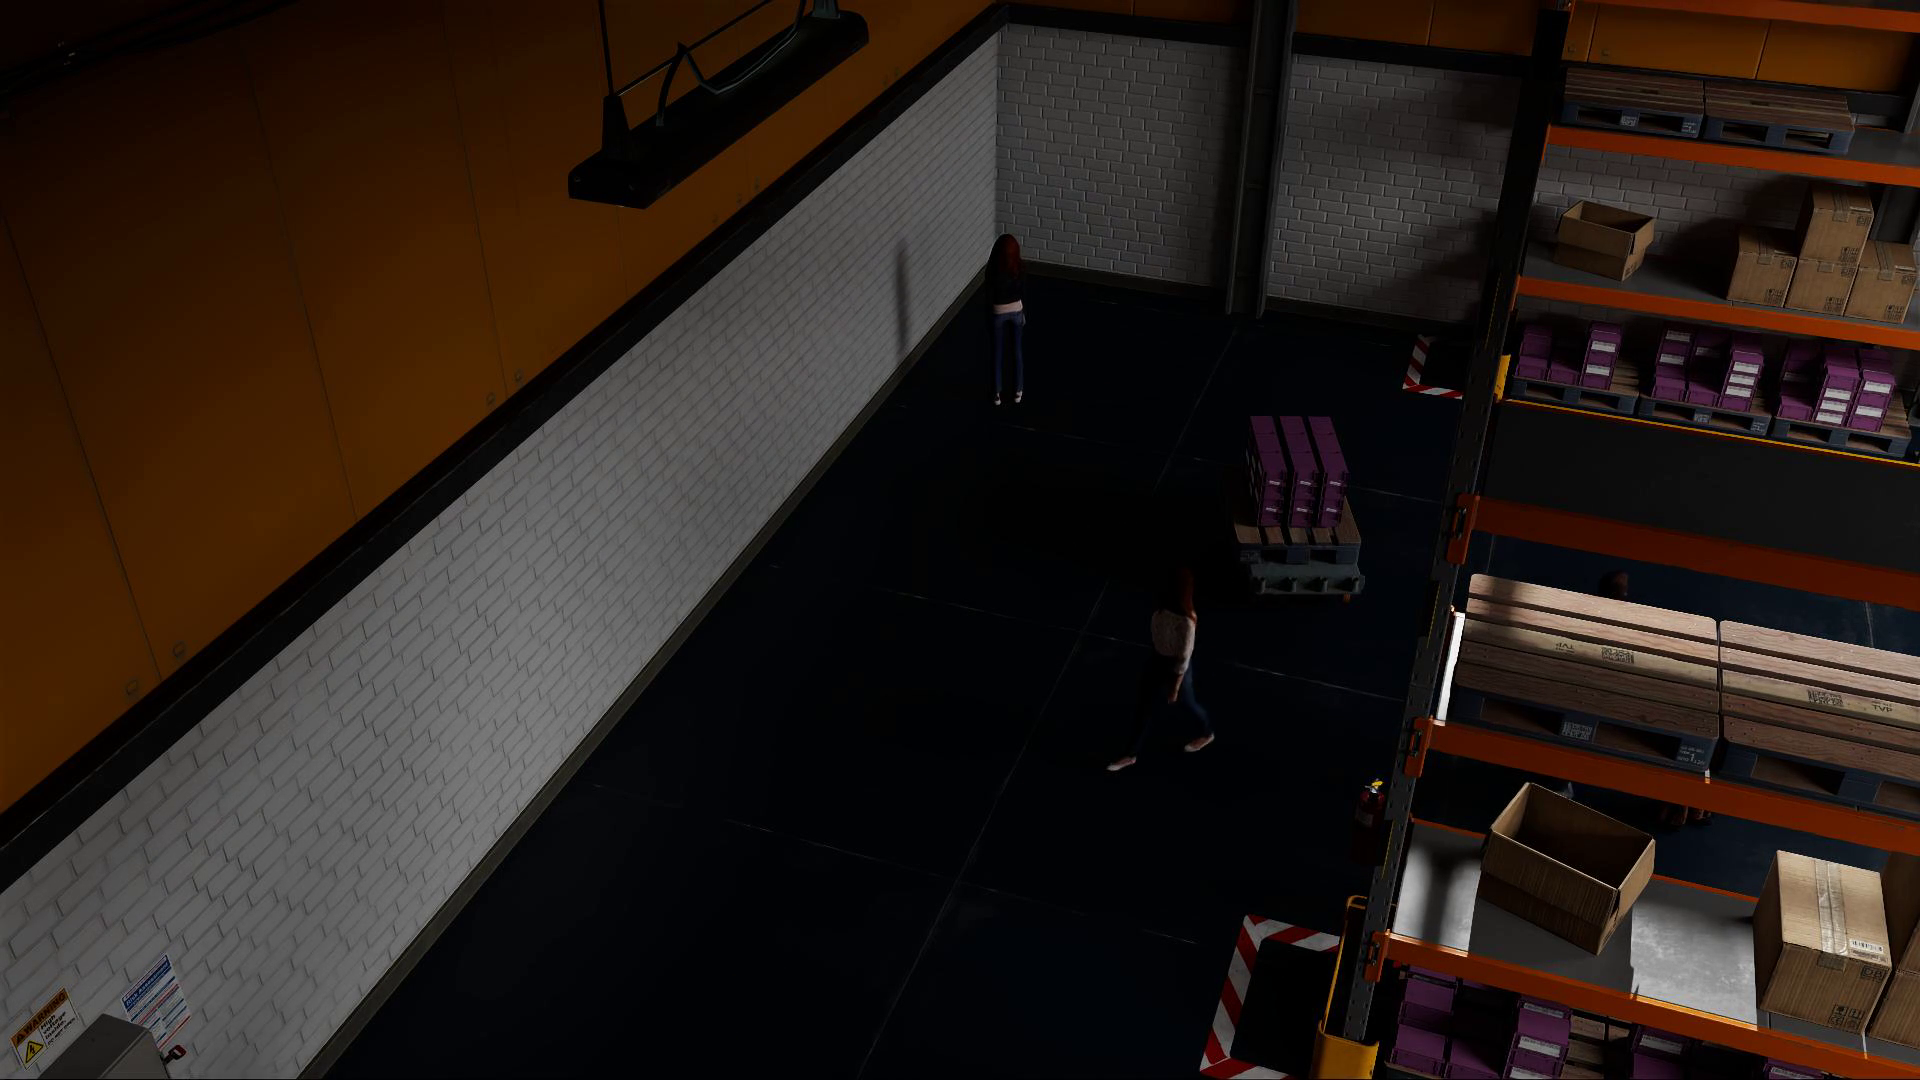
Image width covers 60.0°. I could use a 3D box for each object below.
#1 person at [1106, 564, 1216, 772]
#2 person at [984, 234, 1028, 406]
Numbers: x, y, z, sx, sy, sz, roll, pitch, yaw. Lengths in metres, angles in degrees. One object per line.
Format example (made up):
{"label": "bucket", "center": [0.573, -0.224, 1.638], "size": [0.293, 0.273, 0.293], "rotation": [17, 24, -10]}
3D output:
{"label": "person", "center": [1.567, 0.894, 11.709], "size": [1.134, 1.689, 1.084], "rotation": [-14, 36, -21]}
{"label": "person", "center": [0.445, -2.154, 16.206], "size": [0.625, 1.786, 0.721], "rotation": [-5, 34, -7]}
